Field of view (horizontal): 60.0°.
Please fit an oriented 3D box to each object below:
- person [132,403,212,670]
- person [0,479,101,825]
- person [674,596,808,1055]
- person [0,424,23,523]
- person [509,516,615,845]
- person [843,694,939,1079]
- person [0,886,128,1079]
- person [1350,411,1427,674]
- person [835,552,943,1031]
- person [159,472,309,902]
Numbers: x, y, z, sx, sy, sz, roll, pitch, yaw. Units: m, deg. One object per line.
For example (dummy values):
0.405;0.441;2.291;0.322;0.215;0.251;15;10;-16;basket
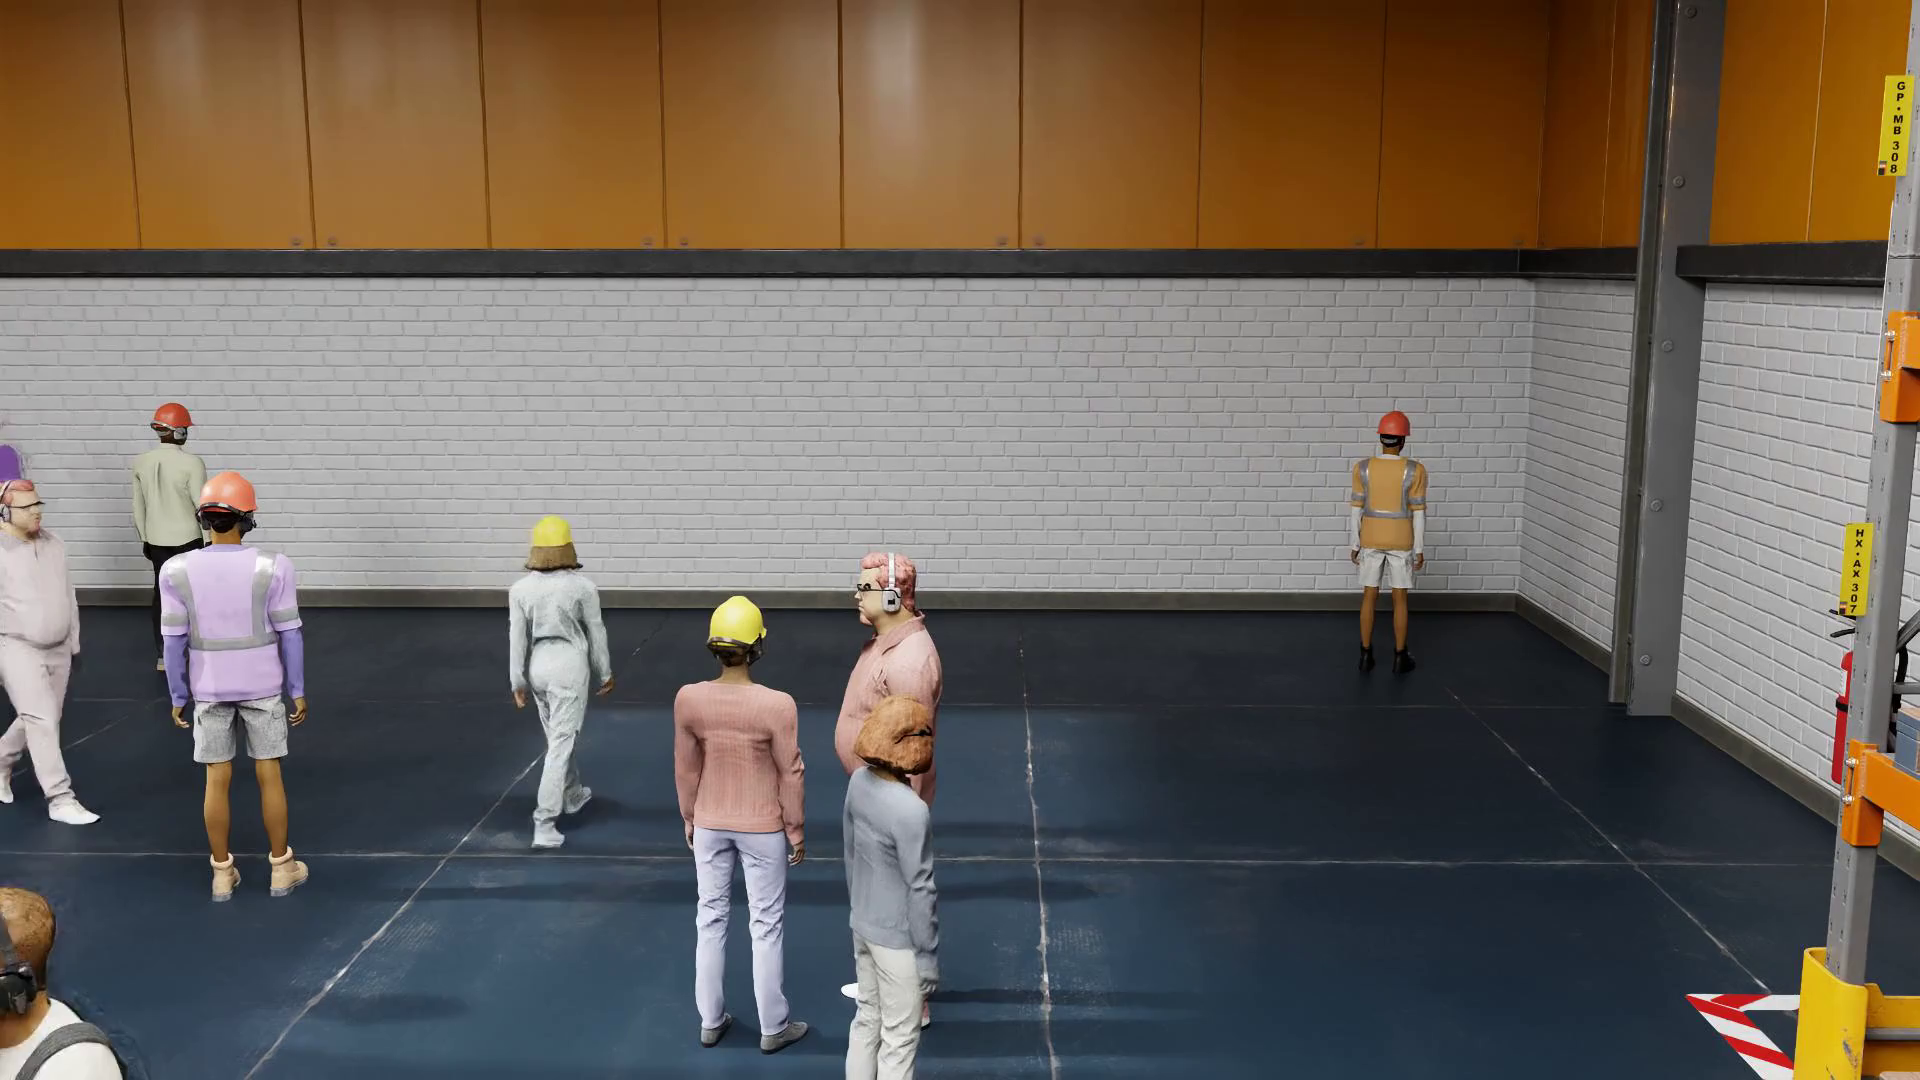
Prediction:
-5.789;-0.019;12.326;0.622;1.992;0.396;2;10;12;person
-5.087;0.592;9.026;0.857;1.881;0.651;3;10;15;person
-0.833;1.089;6.362;0.525;1.772;0.309;3;10;16;person
-7.758;-0.130;13.317;1.016;1.875;0.546;2;10;13;person
-2.126;0.717;8.804;0.488;1.699;0.906;2;10;14;person
-0.216;1.305;5.473;0.268;1.630;0.507;-5;11;-29;person
-1.898;1.574;3.316;0.503;1.818;0.748;8;12;40;person
3.164;0.014;12.296;0.549;1.936;0.377;5;11;26;person
-0.286;0.989;6.553;0.410;1.909;0.643;-2;10;-10;person
-3.434;0.693;7.918;0.614;2.041;0.393;-2;10;-11;person
